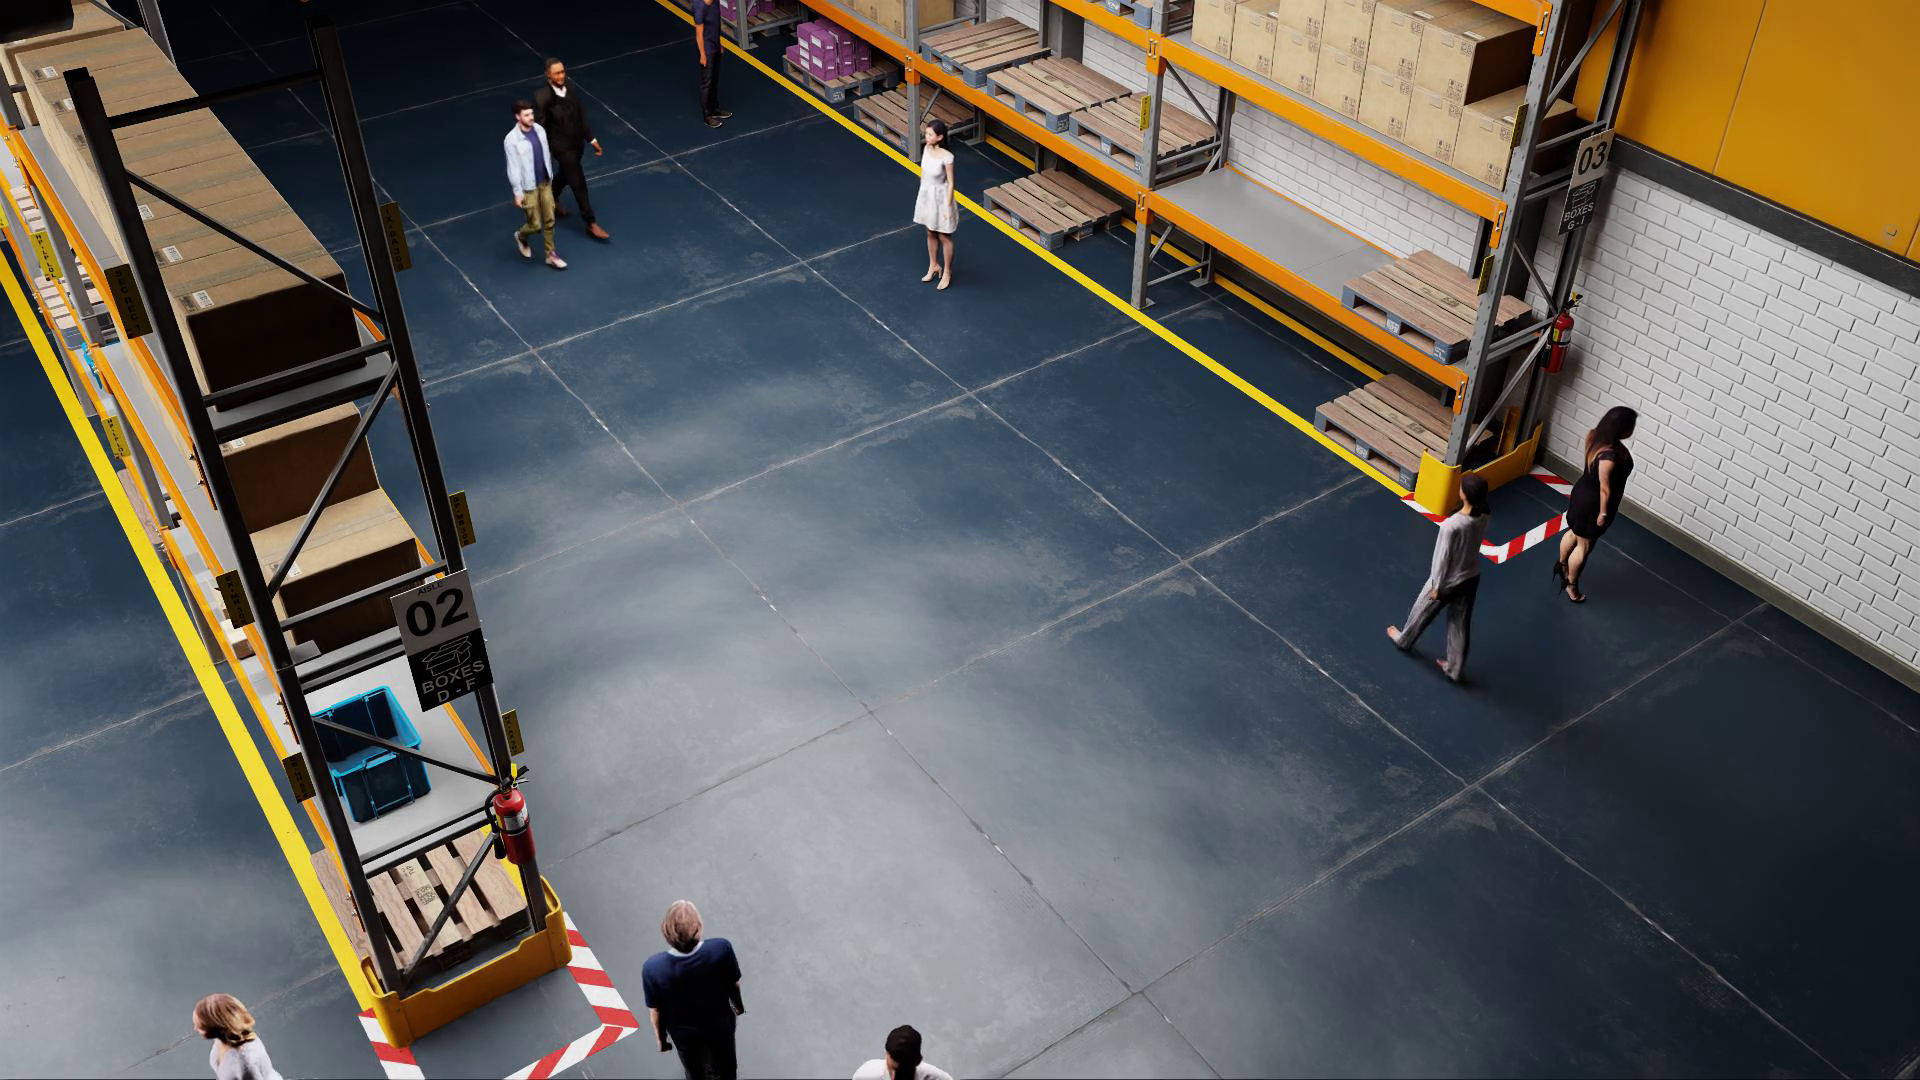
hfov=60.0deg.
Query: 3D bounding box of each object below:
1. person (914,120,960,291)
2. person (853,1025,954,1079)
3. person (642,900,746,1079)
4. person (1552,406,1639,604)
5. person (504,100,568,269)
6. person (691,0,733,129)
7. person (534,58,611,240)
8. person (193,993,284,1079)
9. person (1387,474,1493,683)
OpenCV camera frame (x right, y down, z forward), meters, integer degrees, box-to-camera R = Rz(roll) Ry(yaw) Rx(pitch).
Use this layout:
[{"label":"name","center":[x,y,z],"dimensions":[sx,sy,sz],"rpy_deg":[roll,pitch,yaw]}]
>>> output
[{"label":"person","center":[-0.225,-3.300,16.363],"dimensions":[0.726,1.774,0.595],"rpy_deg":[-28,46,-31]},{"label":"person","center":[-0.260,3.014,8.404],"dimensions":[1.135,1.839,1.159],"rpy_deg":[9,39,11]},{"label":"person","center":[-1.372,2.646,8.871],"dimensions":[0.942,1.831,1.272],"rpy_deg":[-9,40,-12]},{"label":"person","center":[4.808,-0.289,12.639],"dimensions":[0.813,1.716,0.731],"rpy_deg":[2,39,2]},{"label":"person","center":[-4.328,-3.566,16.676],"dimensions":[0.924,1.798,0.830],"rpy_deg":[24,45,27]},{"label":"person","center":[-2.934,-5.748,19.412],"dimensions":[0.728,1.793,0.717],"rpy_deg":[13,40,16]},{"label":"person","center":[-4.167,-4.120,17.323],"dimensions":[1.411,1.858,1.007],"rpy_deg":[25,45,28]},{"label":"person","center":[-3.516,2.892,8.602],"dimensions":[0.683,1.782,0.642],"rpy_deg":[-21,43,-24]},{"label":"person","center":[3.592,0.298,11.880],"dimensions":[0.678,1.746,0.930],"rpy_deg":[-18,42,-21]}]
